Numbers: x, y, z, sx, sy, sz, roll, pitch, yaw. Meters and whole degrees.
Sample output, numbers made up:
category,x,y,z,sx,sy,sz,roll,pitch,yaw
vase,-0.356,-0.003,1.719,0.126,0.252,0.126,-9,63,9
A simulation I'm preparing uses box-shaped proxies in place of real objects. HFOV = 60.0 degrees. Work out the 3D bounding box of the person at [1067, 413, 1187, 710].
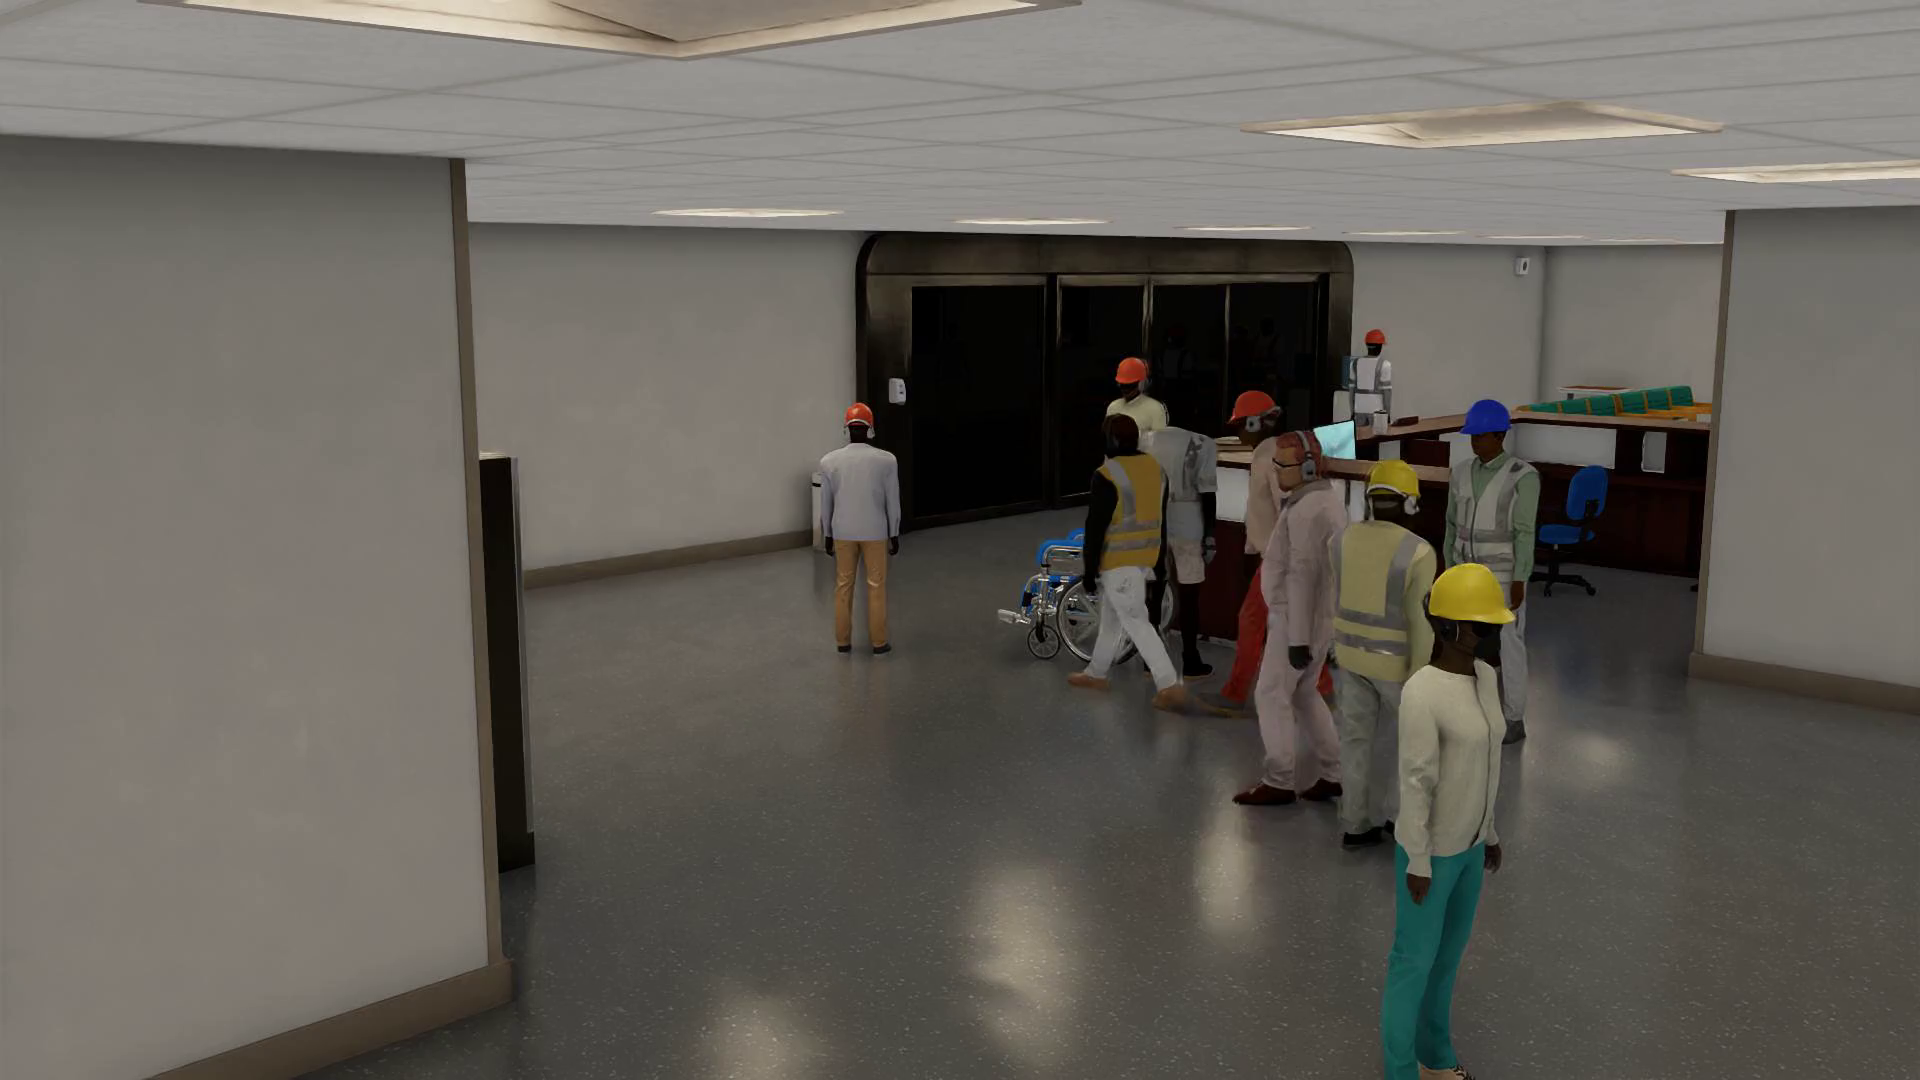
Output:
category,x,y,z,sx,sy,sz,roll,pitch,yaw
person,1.041,0.123,10.152,0.981,1.791,0.630,8,12,42

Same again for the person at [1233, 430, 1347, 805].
category,x,y,z,sx,sy,sz,roll,pitch,yaw
person,1.668,0.396,8.154,0.548,1.879,0.686,4,10,22

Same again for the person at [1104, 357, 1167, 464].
category,x,y,z,sx,sy,sz,roll,pitch,yaw
person,1.512,-0.550,13.769,0.657,1.956,0.859,9,13,43

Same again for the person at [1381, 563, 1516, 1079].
category,x,y,z,sx,sy,sz,roll,pitch,yaw
person,1.528,0.943,5.163,0.316,1.769,0.523,8,12,42

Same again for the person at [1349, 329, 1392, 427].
category,x,y,z,sx,sy,sz,roll,pitch,yaw
person,4.973,-1.576,20.096,0.551,1.933,0.378,8,13,42

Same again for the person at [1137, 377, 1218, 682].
category,x,y,z,sx,sy,sz,roll,pitch,yaw
person,1.387,-0.068,10.756,0.609,1.963,0.369,6,11,33

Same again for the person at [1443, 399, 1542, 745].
category,x,y,z,sx,sy,sz,roll,pitch,yaw
person,2.967,0.175,9.378,0.421,1.939,0.600,-6,11,-35

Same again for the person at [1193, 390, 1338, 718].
category,x,y,z,sx,sy,sz,roll,pitch,yaw
person,1.812,0.094,9.837,0.961,1.931,0.639,1,9,7

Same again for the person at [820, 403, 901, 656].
category,x,y,z,sx,sy,sz,roll,pitch,yaw
person,-0.680,-0.072,11.453,0.564,1.743,0.352,2,9,9

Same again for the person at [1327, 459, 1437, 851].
category,x,y,z,sx,sy,sz,roll,pitch,yaw
person,1.959,0.532,7.588,0.524,1.800,0.588,-8,12,-41
